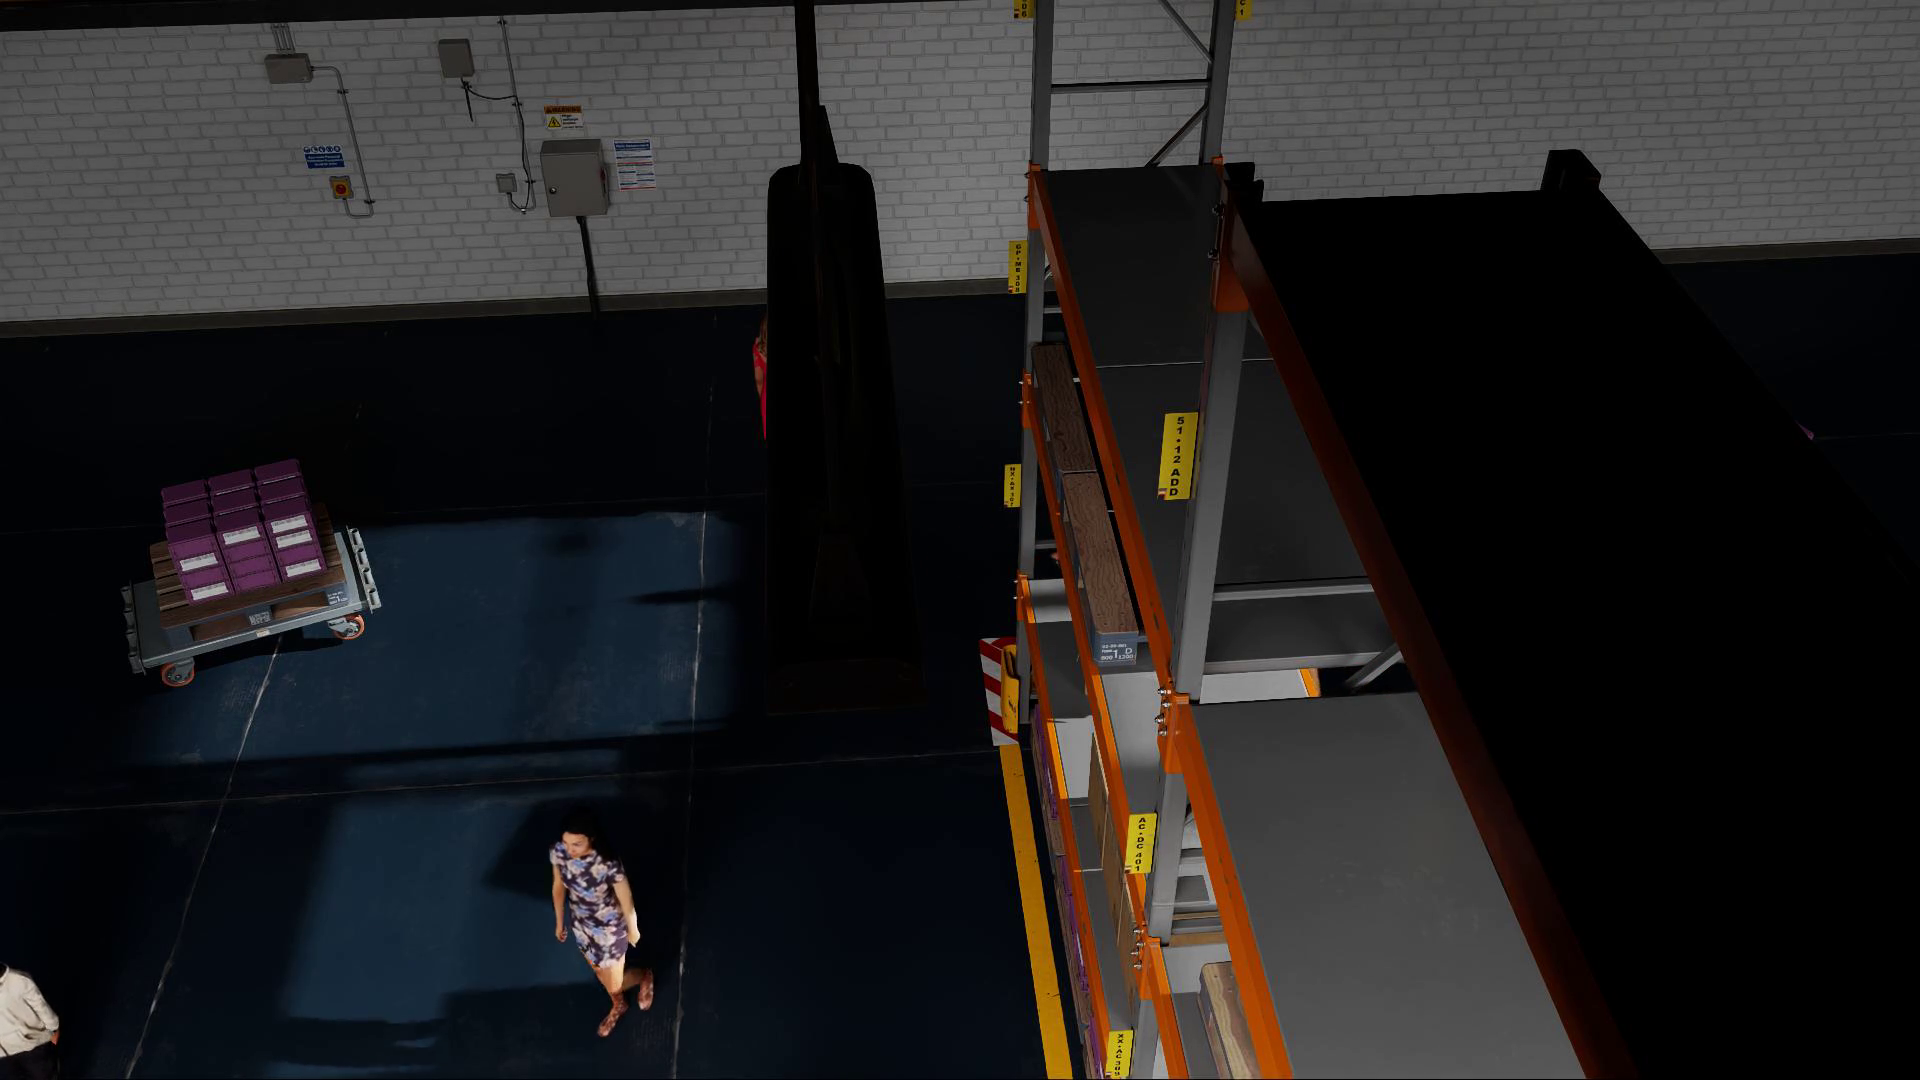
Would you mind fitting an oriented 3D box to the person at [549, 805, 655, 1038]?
[{"bbox_3d":[-1.901,1.993,8.971,0.748,1.727,0.802,16,41,19],"label":"person"}]

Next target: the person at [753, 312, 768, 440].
[{"bbox_3d":[-1.371,-1.027,12.752,0.657,1.728,0.673,14,41,17],"label":"person"}]
